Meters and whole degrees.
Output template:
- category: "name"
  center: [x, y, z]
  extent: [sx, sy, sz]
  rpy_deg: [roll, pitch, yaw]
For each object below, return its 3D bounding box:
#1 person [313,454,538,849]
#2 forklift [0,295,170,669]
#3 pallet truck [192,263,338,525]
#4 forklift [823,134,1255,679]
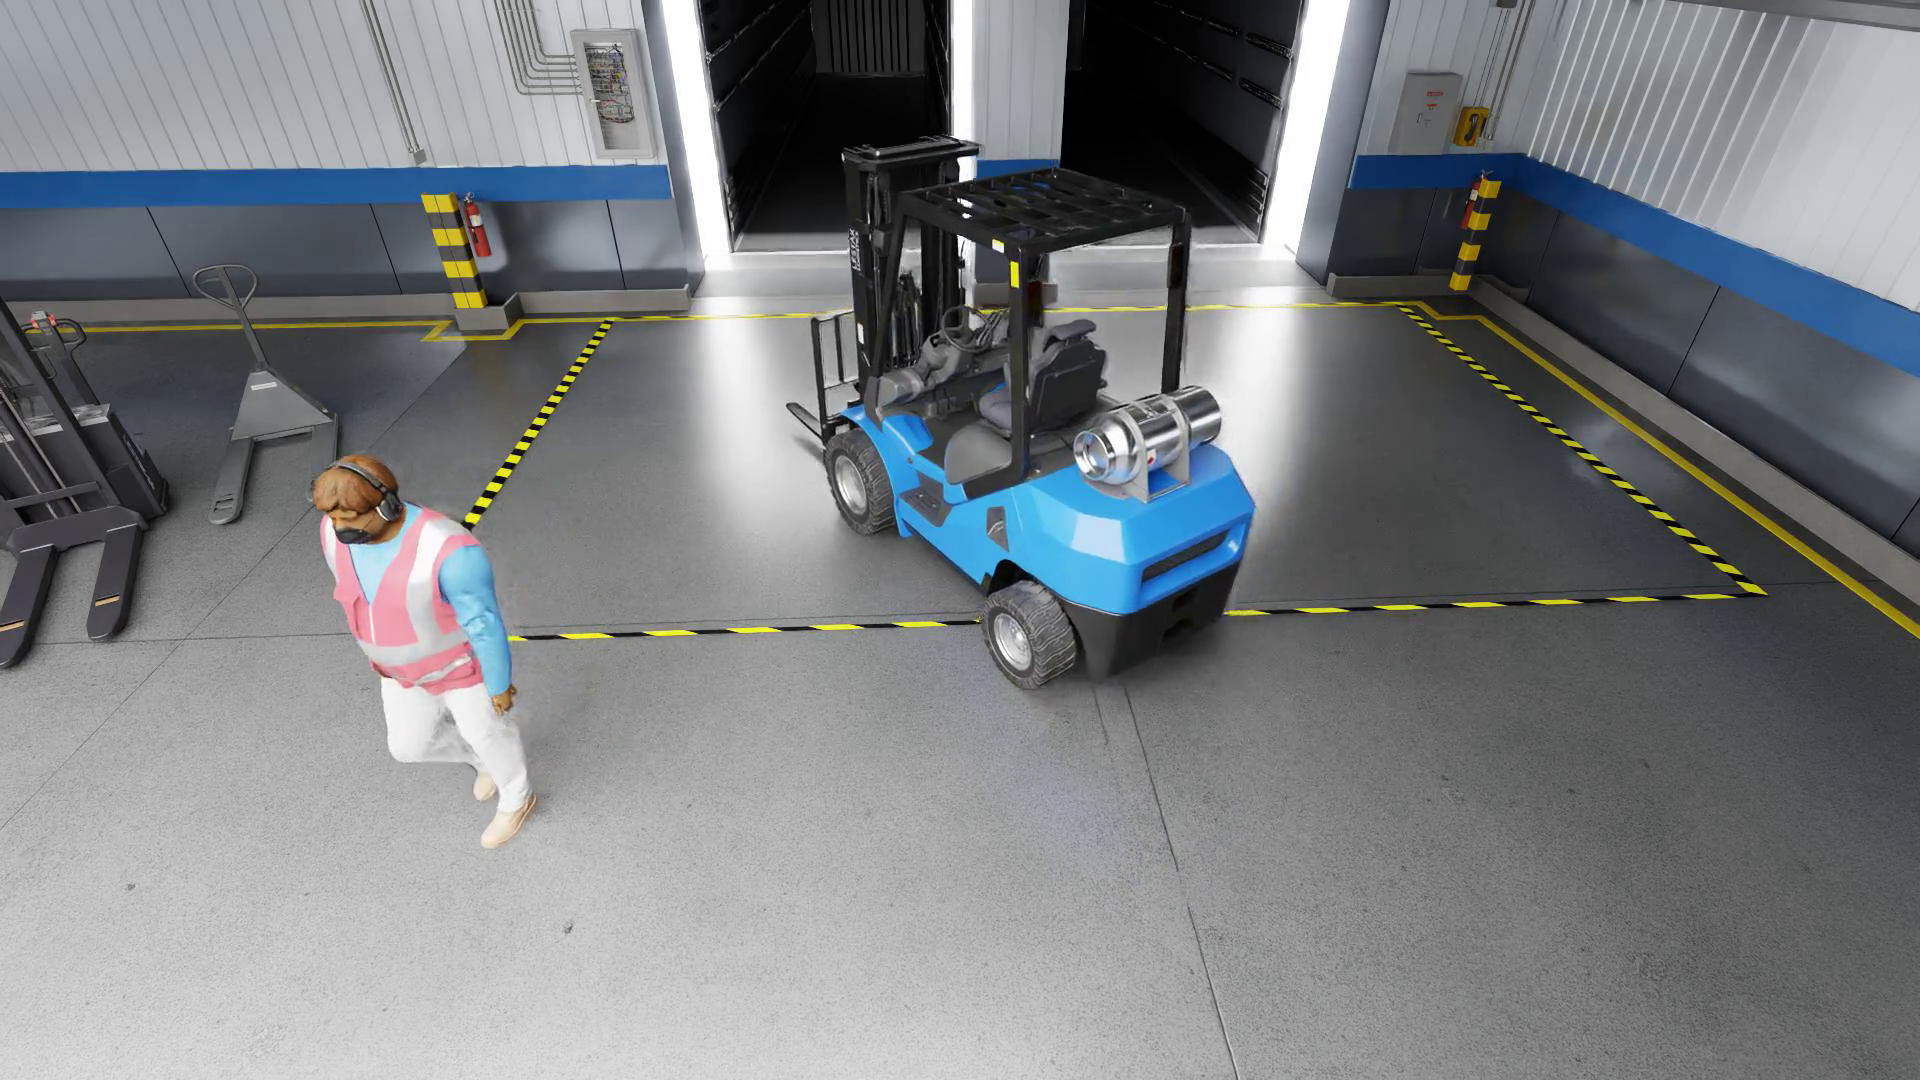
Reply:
- category: "person"
  center: [-1.954, 0.455, 3.485]
  extent: [0.633, 1.824, 0.470]
  rpy_deg: [9, 36, 13]
- category: "forklift"
  center: [-5.212, -0.618, 4.878]
  extent: [0.823, 1.965, 1.885]
  rpy_deg: [-20, 39, -26]
- category: "pallet truck"
  center: [-4.778, -1.027, 6.128]
  extent: [0.680, 1.201, 1.601]
  rpy_deg: [-17, 38, -23]
- category: "forklift"
  center: [0.311, -0.852, 4.904]
  extent: [1.157, 2.036, 2.680]
  rpy_deg: [-22, 40, -28]
